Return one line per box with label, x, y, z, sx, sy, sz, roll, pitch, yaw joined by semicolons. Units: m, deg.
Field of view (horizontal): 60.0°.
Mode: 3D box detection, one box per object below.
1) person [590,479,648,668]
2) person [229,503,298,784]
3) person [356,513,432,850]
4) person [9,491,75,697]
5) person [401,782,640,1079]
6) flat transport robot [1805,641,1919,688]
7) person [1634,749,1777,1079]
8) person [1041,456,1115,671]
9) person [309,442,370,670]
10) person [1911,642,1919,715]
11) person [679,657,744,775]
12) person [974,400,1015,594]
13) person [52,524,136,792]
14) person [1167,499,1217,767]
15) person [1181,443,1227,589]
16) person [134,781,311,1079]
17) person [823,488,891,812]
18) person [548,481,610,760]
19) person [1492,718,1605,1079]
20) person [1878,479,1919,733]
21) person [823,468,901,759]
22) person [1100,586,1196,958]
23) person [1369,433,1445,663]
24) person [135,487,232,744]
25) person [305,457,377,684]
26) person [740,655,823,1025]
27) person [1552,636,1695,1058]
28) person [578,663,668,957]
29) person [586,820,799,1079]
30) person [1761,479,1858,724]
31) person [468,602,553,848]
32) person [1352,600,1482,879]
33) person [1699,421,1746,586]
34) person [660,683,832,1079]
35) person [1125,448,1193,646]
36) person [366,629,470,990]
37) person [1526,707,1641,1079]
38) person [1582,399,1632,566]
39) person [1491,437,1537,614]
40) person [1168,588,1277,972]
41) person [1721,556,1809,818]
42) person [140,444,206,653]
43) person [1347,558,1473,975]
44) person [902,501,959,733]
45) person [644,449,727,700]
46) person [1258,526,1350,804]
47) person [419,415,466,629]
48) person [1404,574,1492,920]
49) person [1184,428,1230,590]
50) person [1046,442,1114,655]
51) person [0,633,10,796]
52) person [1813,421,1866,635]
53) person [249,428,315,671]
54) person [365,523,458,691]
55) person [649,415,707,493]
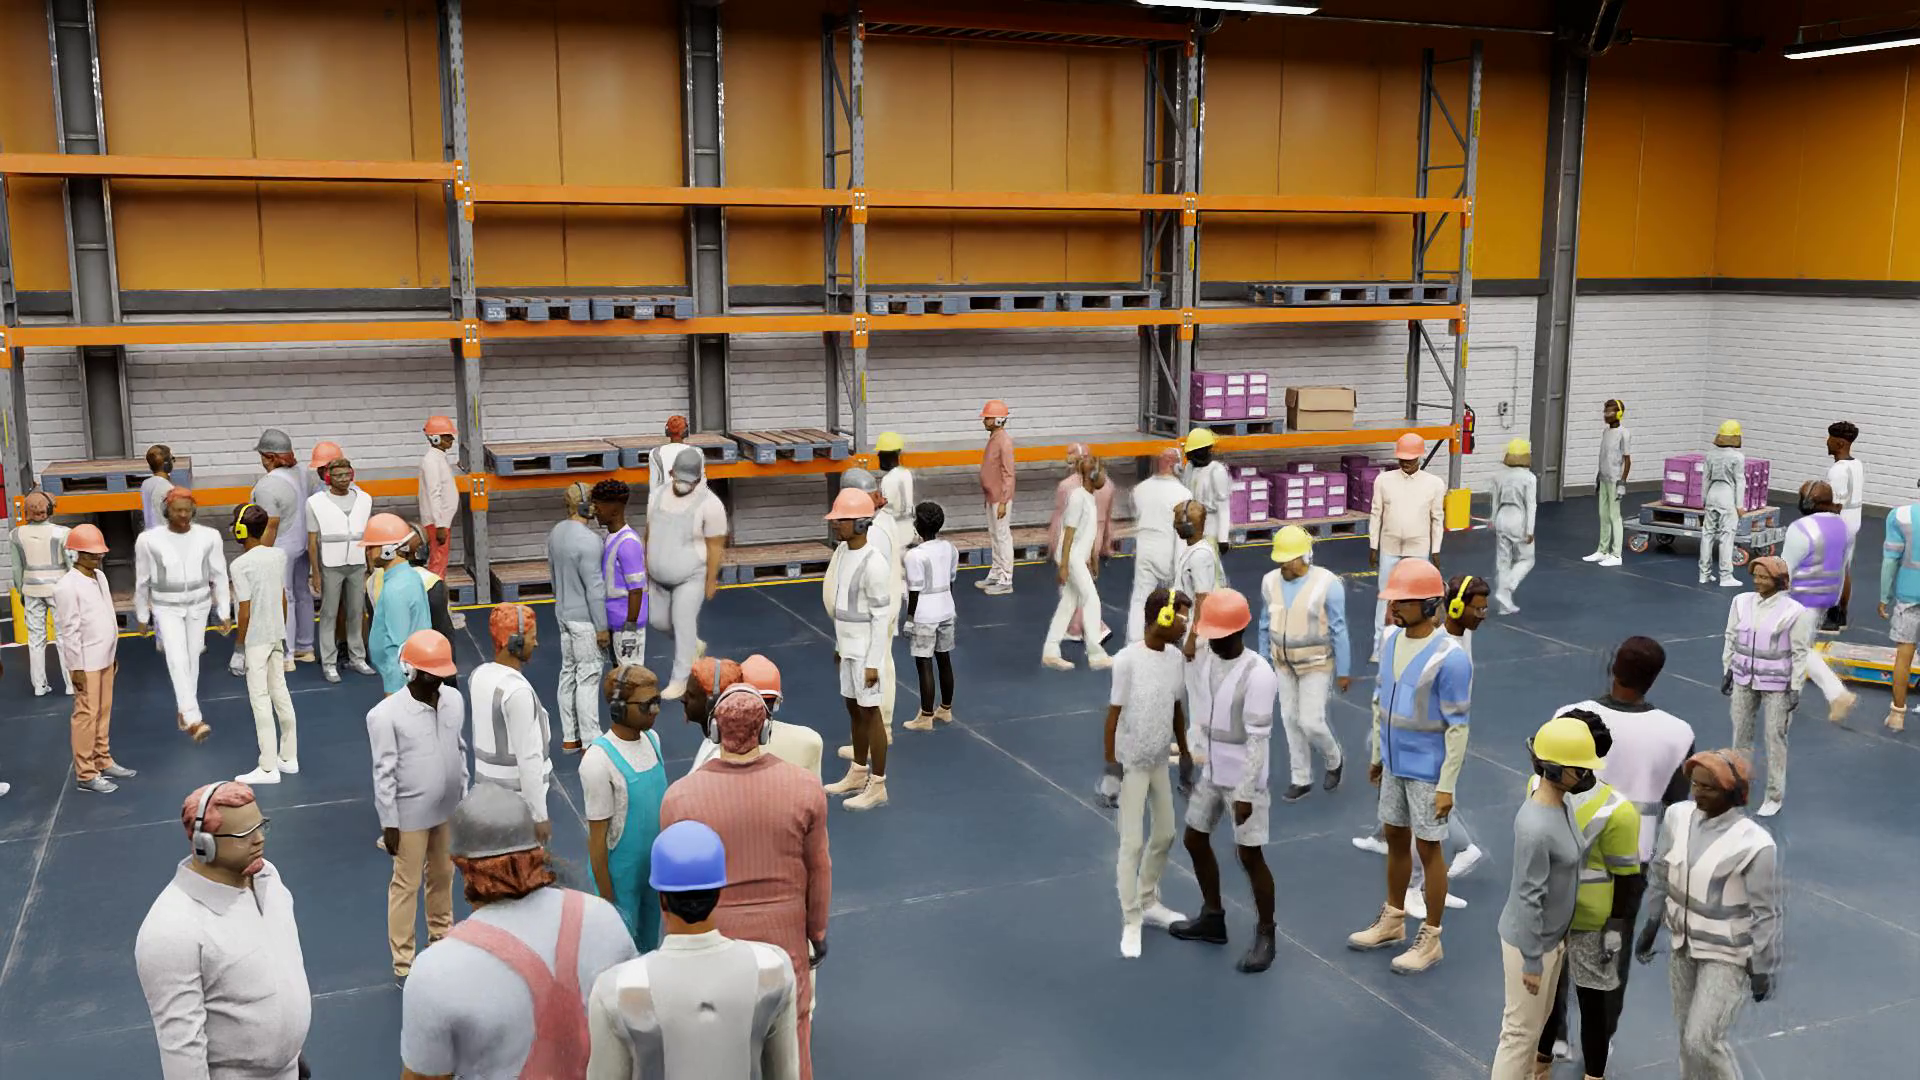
person;-2.339;0.547;11.479;0.363;1.962;0.612;-4;11;-22
person;-4.631;0.680;10.986;0.329;1.873;0.512;2;10;13
person;-3.314;0.824;9.838;0.399;1.987;0.605;-2;10;-11
person;-7.168;0.431;13.085;0.512;1.641;0.307;-1;10;-3
person;-1.268;1.674;4.766;0.559;2.000;0.715;8;12;37
flat transport robot;7.547;1.034;13.550;1.431;0.197;0.652;6;12;33
person;2.878;1.596;6.421;0.367;1.627;0.510;-3;10;-17
person;1.043;0.206;13.910;0.776;1.798;0.541;2;10;9
person;-5.254;0.129;13.998;0.546;1.928;0.383;5;11;28
person;7.469;0.554;12.462;0.636;1.606;0.539;-5;11;-28
person;-0.986;1.397;6.814;0.356;1.884;0.574;-1;10;-7
person;0.376;-0.443;17.092;0.379;1.996;0.611;-3;10;-14
person;-5.661;0.759;10.869;0.324;1.749;0.572;-1;10;-5
person;1.585;0.634;11.338;0.345;1.841;0.506;1;10;8
person;2.371;-0.236;16.782;0.915;1.694;0.502;-4;10;-20
person;-2.219;1.672;5.169;0.410;1.909;0.643;1;10;4
person;-0.653;0.683;10.468;0.383;2.045;0.605;-5;11;-25
person;-2.604;0.557;11.499;0.371;1.941;0.627;-8;13;-38
person;2.255;1.533;6.395;0.340;1.760;0.525;6;11;30
person;7.022;0.404;12.079;0.613;2.041;0.393;5;11;28
person;-0.687;0.495;11.564;0.536;2.000;0.680;2;10;13
person;0.926;1.147;8.402;0.638;1.837;0.365;-8;13;-38
person;3.778;0.077;14.129;0.609;1.986;0.391;3;10;16
person;-5.547;0.533;11.933;0.586;1.826;0.991;-8;13;-38
person;-5.069;0.229;13.649;0.396;1.847;0.565;9;13;41
person;-0.874;1.369;7.348;0.564;1.752;0.338;-5;11;-27
person;2.768;1.355;7.085;0.666;1.877;0.508;2;10;10
person;-1.350;1.408;6.866;0.342;1.846;0.508;3;10;17
person;-0.746;1.742;4.693;0.620;1.934;0.417;-5;11;-27
person;6.400;0.452;12.470;0.631;1.815;0.801;-7;12;-33
person;-2.087;1.222;7.819;0.355;1.887;0.573;-8;12;-38
person;2.632;1.084;9.435;0.792;1.597;0.538;7;12;37
person;8.052;-0.386;17.524;0.320;1.734;0.484;-5;11;-27
person;-0.802;1.478;6.283;0.636;1.911;0.404;-2;10;-13
person;1.765;0.148;14.093;0.665;1.854;0.996;9;13;42
person;-2.524;1.276;7.911;0.339;1.743;0.560;5;11;28
person;2.461;1.505;6.723;0.315;1.700;0.541;-6;12;-31
person;7.277;-0.641;18.629;0.316;1.859;0.531;-2;10;-11
person;5.317;-0.127;16.008;0.403;1.727;0.504;-7;12;-35
person;1.314;1.153;8.193;0.435;1.894;0.573;-5;11;-27
person;5.001;0.902;10.375;0.310;1.638;0.523;-6;12;-33
person;-6.887;0.087;14.472;0.506;1.847;0.346;7;12;36
person;2.196;1.092;8.111;0.395;2.044;0.609;-4;11;-23
person;-0.223;0.562;12.170;0.318;1.697;0.535;7;12;35
person;-2.183;0.218;13.157;0.714;2.000;0.687;5;11;27
person;2.168;0.789;10.571;0.514;1.796;0.628;-9;14;-43
person;-4.844;-0.174;15.545;0.387;1.996;0.611;-2;10;-12
person;2.549;1.082;8.769;0.408;1.850;0.548;7;12;35
person;2.245;-0.082;15.262;0.438;1.903;0.610;-2;10;-12
person;1.077;0.056;14.605;0.803;1.865;0.647;9;13;41
person;-6.380;0.740;10.503;0.587;1.920;0.392;-4;11;-21
person;8.051;-0.113;15.275;0.367;1.967;0.602;10;14;44
person;-5.735;0.076;13.977;0.537;2.000;0.682;2;10;9
person;-3.362;0.805;10.349;0.633;1.841;0.429;5;11;27
person;-2.806;-0.307;16.640;0.574;1.882;0.356;0;10;0
